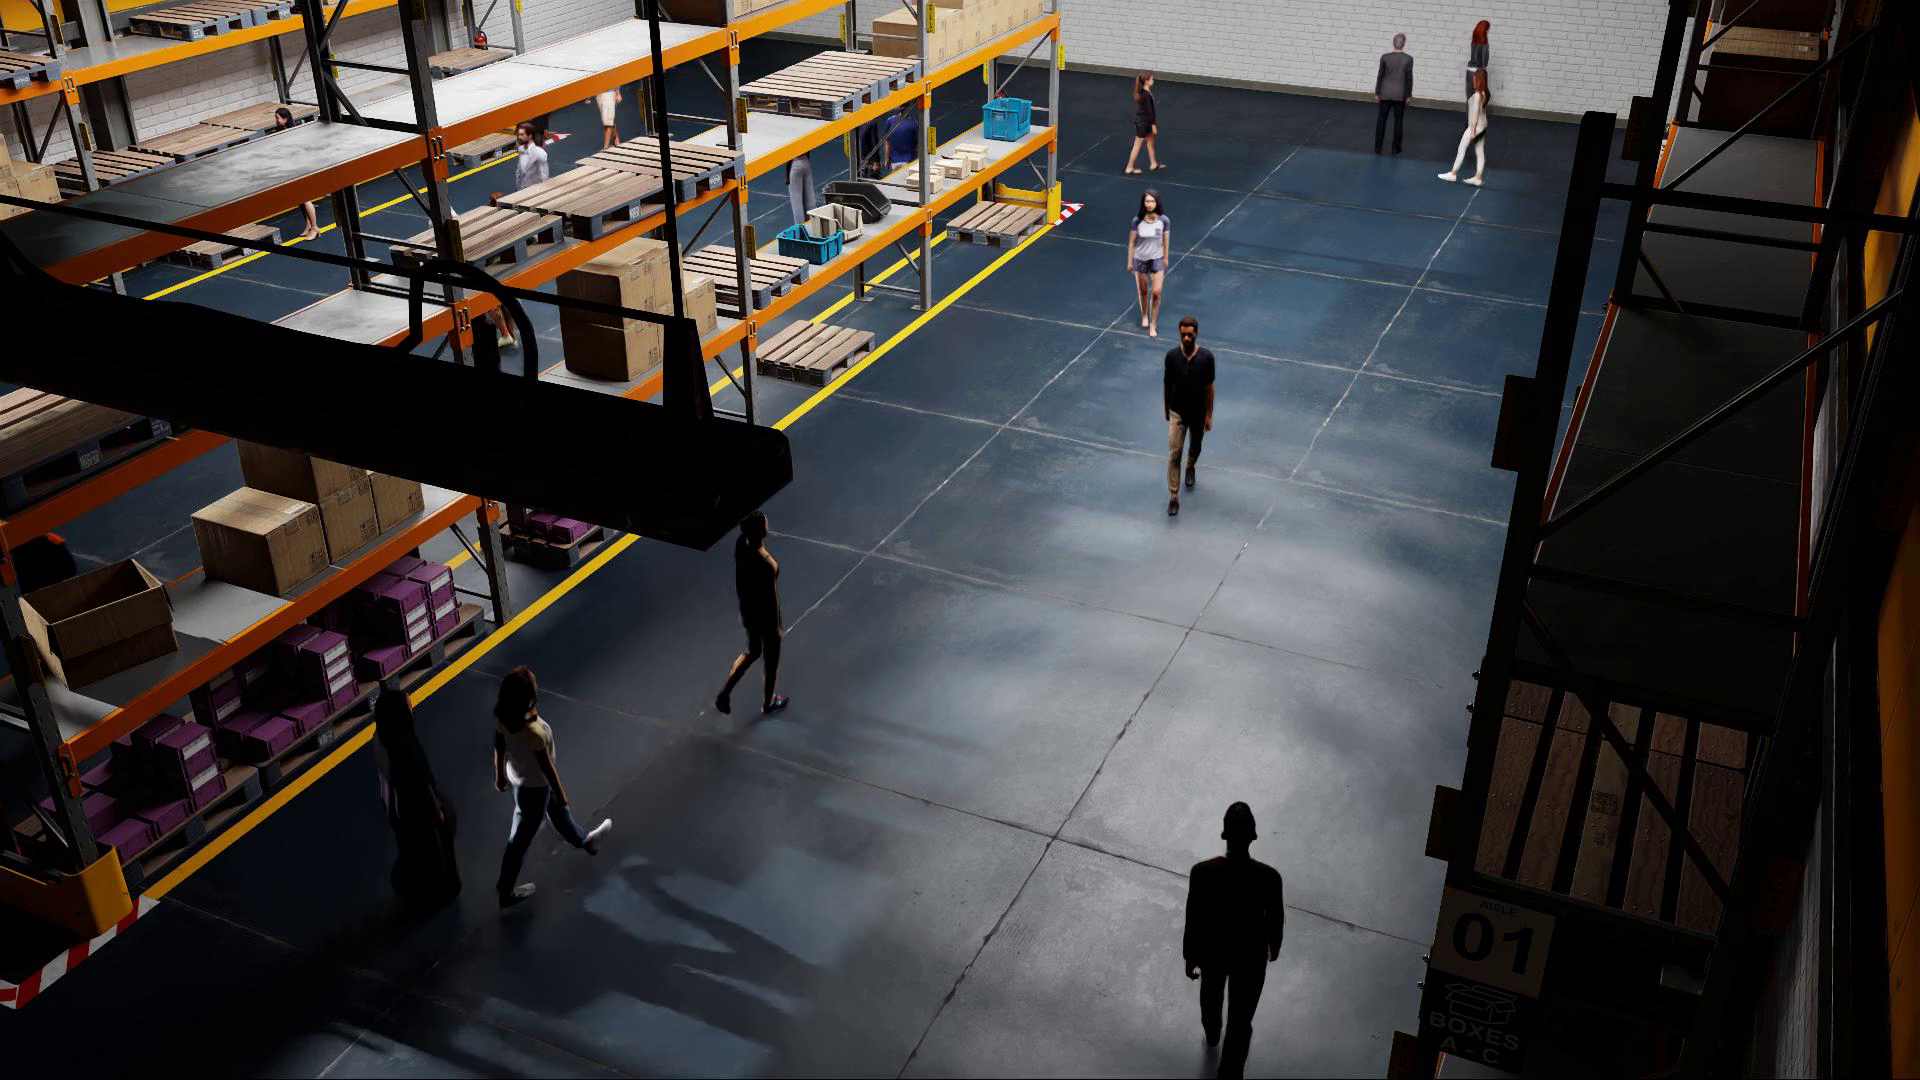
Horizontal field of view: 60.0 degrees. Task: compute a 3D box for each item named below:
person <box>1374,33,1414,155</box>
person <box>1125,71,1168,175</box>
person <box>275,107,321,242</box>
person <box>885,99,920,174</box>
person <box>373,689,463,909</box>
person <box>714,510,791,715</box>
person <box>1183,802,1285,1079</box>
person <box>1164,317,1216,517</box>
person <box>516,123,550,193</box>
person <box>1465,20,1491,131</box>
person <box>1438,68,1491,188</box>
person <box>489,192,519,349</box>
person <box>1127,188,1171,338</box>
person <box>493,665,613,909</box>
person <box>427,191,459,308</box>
[{"bbox_3d":[6.749,-6.959,25.909,0.746,1.839,0.609,9,30,16],"label":"person"},{"bbox_3d":[2.669,-6.226,24.891,0.913,1.528,0.913,-5,29,-9],"label":"person"},{"bbox_3d":[-8.853,-4.883,22.177,0.796,1.769,0.774,-19,34,-31],"label":"person"},{"bbox_3d":[-0.795,-5.083,22.494,0.689,1.816,0.888,11,30,19],"label":"person"},{"bbox_3d":[-3.486,1.646,10.375,0.858,1.609,0.784,-17,33,-29],"label":"person"},{"bbox_3d":[-1.544,0.601,12.183,0.734,1.712,0.960,25,37,37],"label":"person"},{"bbox_3d":[1.473,2.278,8.971,0.812,1.844,1.249,8,30,14],"label":"person"},{"bbox_3d":[2.129,-1.207,15.401,0.864,1.805,1.276,4,29,8],"label":"person"},{"bbox_3d":[-5.368,-4.427,21.267,0.802,1.840,0.871,25,37,37],"label":"person"},{"bbox_3d":[8.338,-7.541,27.045,0.777,1.774,0.722,-11,30,-19],"label":"person"},{"bbox_3d":[7.634,-6.002,24.311,0.808,1.690,0.872,21,35,33],"label":"person"},{"bbox_3d":[-5.176,-3.002,18.754,0.764,1.746,0.559,3,29,6],"label":"person"},{"bbox_3d":[2.204,-3.272,19.312,0.753,1.684,0.912,4,29,7],"label":"person"},{"bbox_3d":[-2.756,1.593,10.406,0.907,1.672,1.224,25,37,38],"label":"person"},{"bbox_3d":[-5.781,-3.216,19.060,0.807,1.828,0.746,23,36,36],"label":"person"}]
